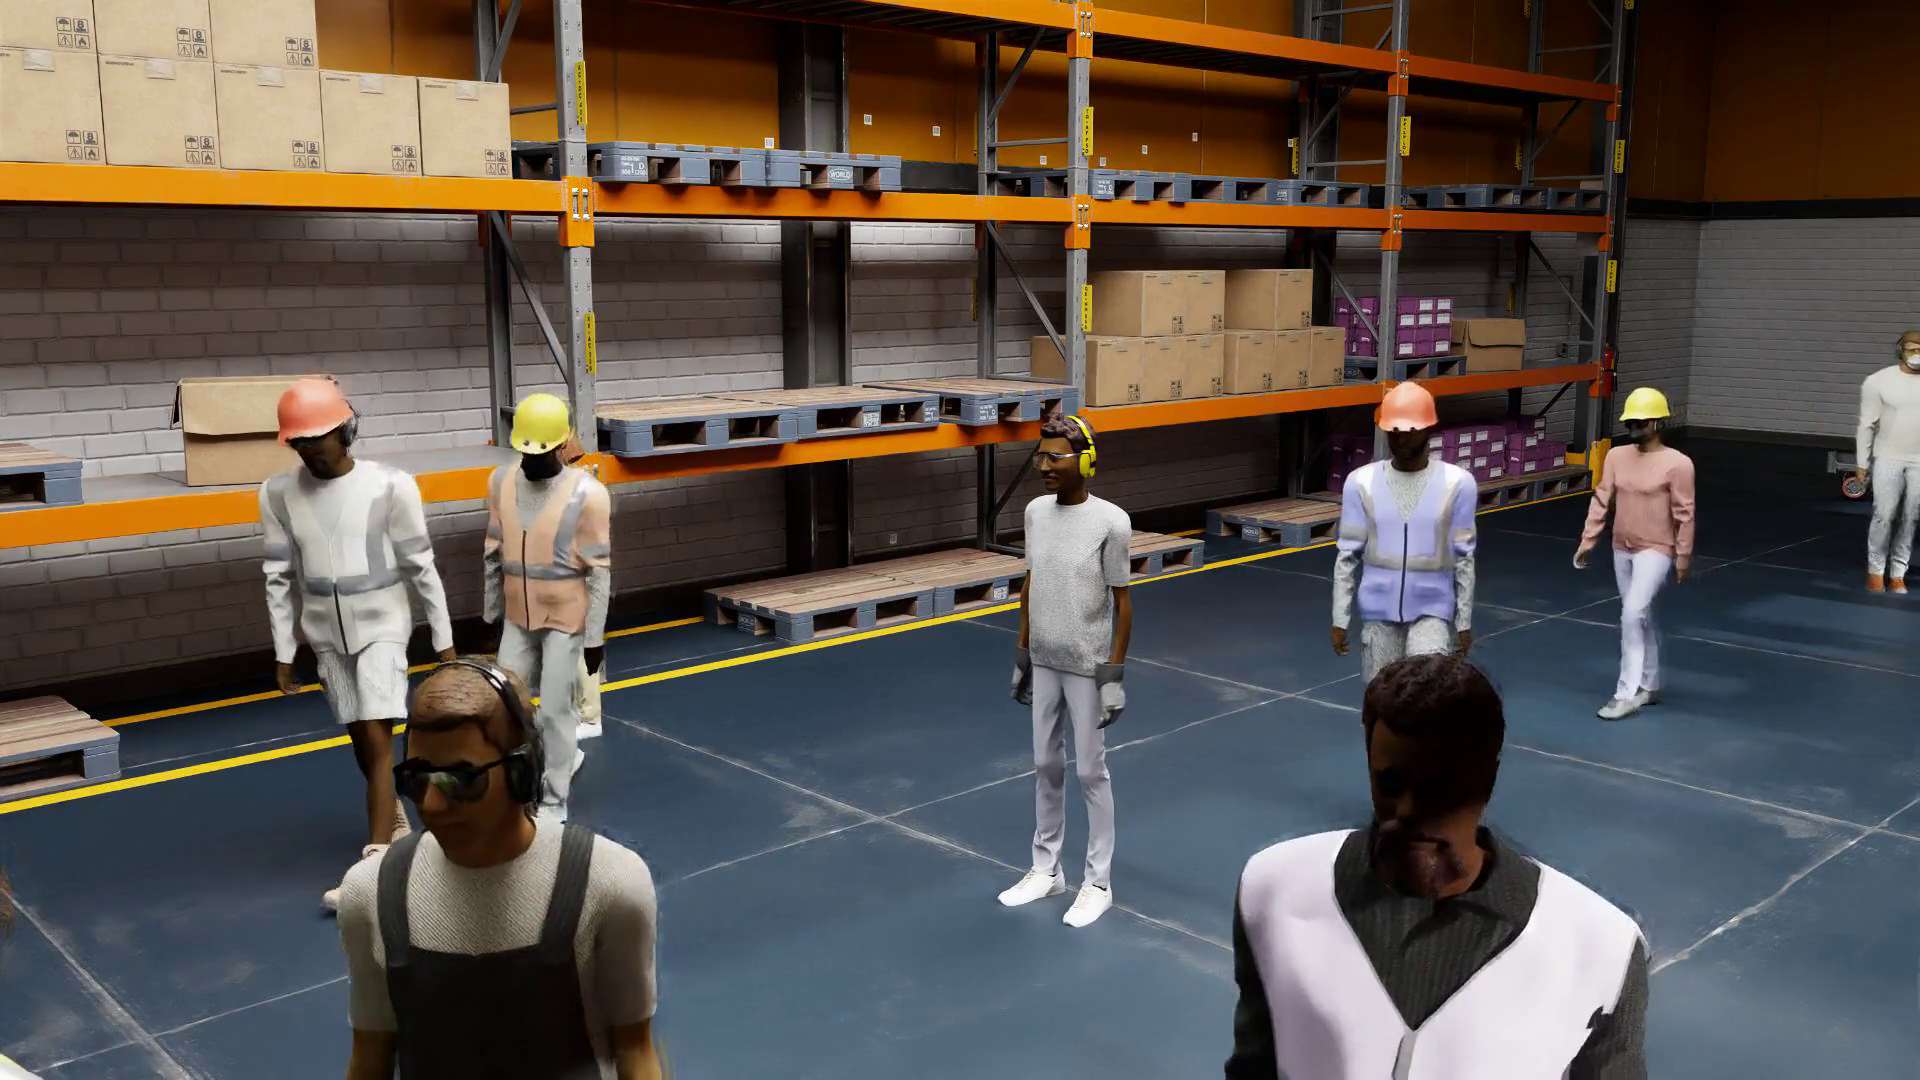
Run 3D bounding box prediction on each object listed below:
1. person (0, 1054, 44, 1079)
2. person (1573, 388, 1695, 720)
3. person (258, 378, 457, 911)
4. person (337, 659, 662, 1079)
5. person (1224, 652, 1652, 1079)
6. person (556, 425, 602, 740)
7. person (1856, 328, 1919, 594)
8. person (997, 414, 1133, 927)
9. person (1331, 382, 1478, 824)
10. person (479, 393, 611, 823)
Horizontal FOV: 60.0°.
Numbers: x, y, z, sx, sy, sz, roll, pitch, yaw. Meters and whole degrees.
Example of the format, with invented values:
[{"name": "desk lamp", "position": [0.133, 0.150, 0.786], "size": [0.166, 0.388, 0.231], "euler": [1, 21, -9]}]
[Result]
[{"name": "person", "position": [-1.215, 1.211, 1.877], "size": [0.633, 1.832, 0.622], "euler": [4, 10, 20]}, {"name": "person", "position": [3.527, 0.074, 8.780], "size": [0.715, 1.741, 0.530], "euler": [-5, 11, -25]}, {"name": "person", "position": [-2.303, 0.361, 6.403], "size": [0.671, 2.002, 0.894], "euler": [0, 10, 1]}, {"name": "person", "position": [-0.720, 1.073, 2.679], "size": [0.534, 1.829, 0.447], "euler": [1, 10, 4]}, {"name": "person", "position": [0.628, 1.103, 2.345], "size": [0.619, 1.876, 0.938], "euler": [4, 10, 22]}, {"name": "person", "position": [-1.999, 0.196, 8.416], "size": [0.285, 1.625, 0.495], "euler": [-4, 10, -21]}, {"name": "person", "position": [6.773, -0.541, 11.882], "size": [0.630, 1.921, 0.595], "euler": [3, 10, 16]}, {"name": "person", "position": [0.388, 0.469, 6.093], "size": [0.528, 1.871, 0.323], "euler": [9, 13, 42]}, {"name": "person", "position": [1.814, 0.314, 6.872], "size": [0.565, 1.910, 0.728], "euler": [4, 10, 22]}, {"name": "person", "position": [-1.721, 0.321, 6.901], "size": [0.656, 1.893, 0.526], "euler": [4, 11, 23]}]
